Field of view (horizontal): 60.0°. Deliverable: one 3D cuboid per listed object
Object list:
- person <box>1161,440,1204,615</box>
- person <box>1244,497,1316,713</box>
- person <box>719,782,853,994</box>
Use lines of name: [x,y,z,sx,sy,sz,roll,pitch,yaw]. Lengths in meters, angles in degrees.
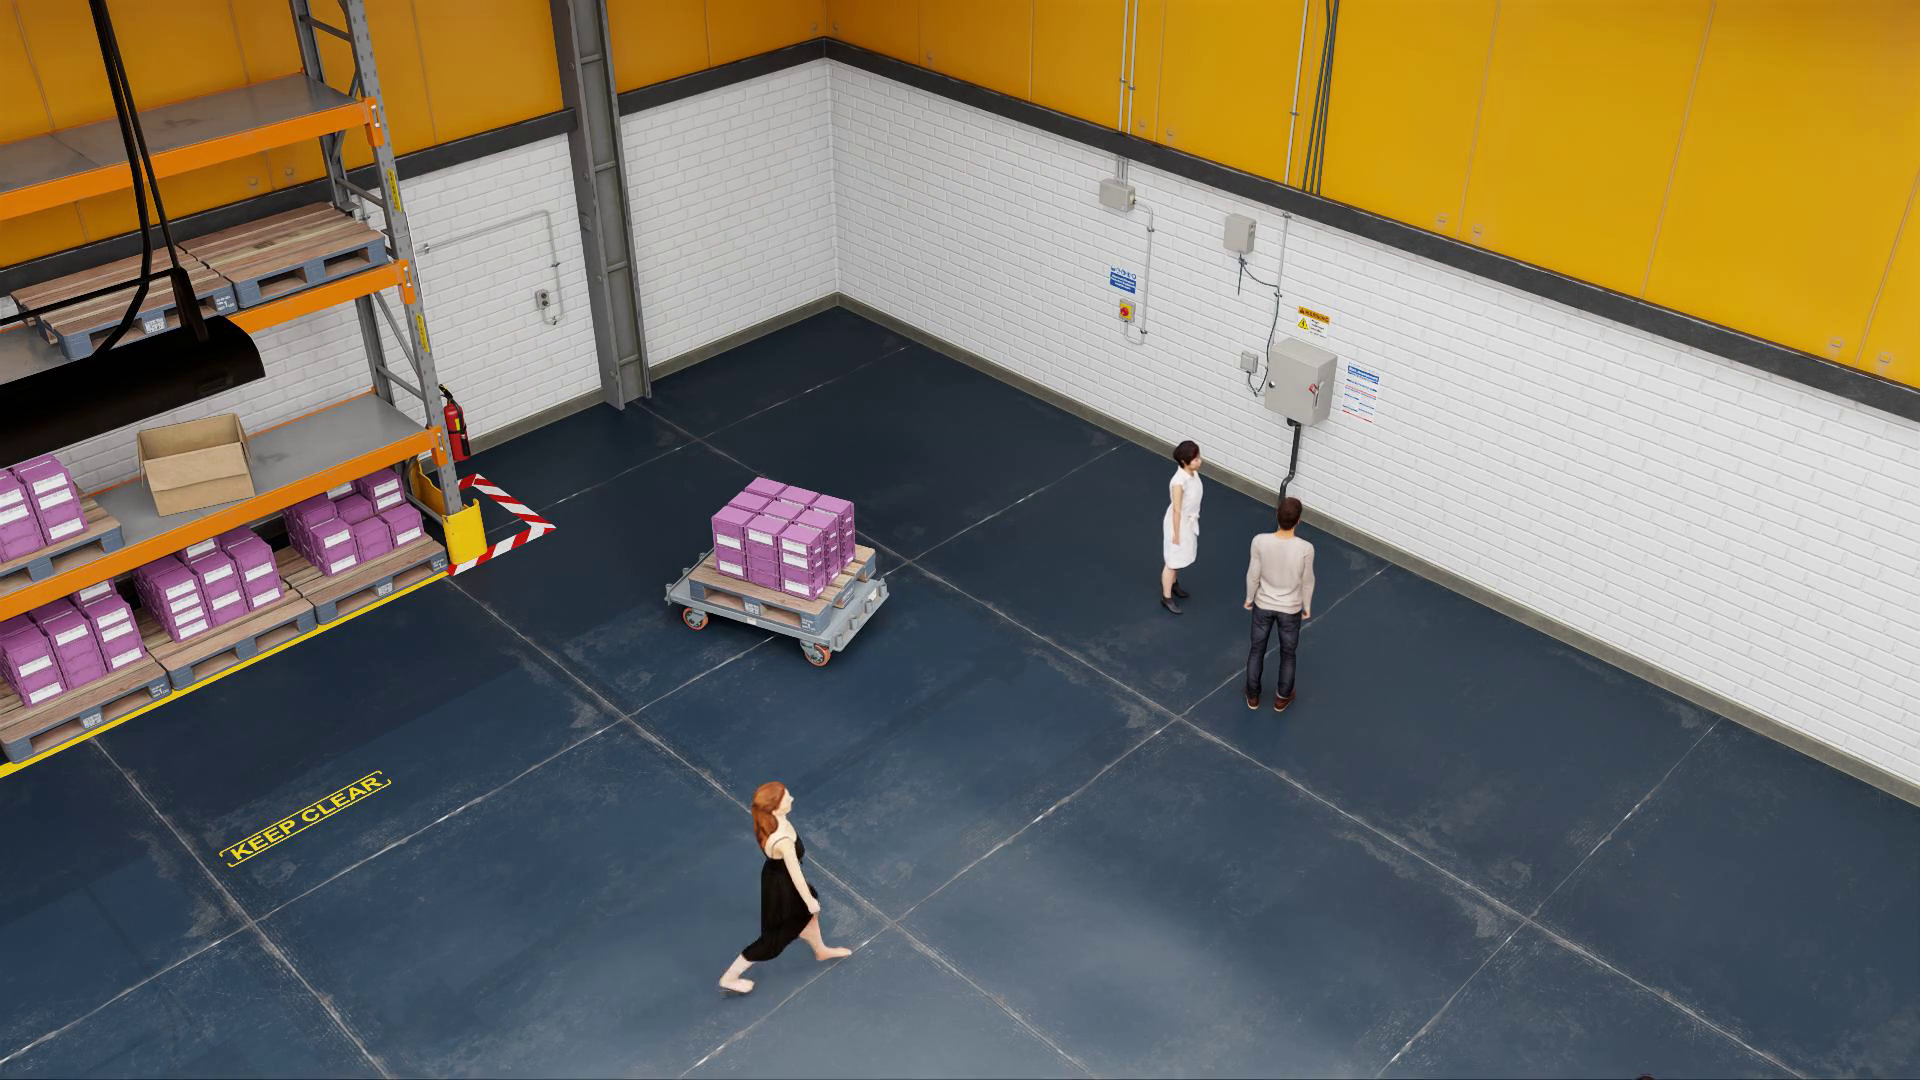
person: [1.803,-0.134,13.619,0.692,1.555,0.580,12,35,17]
person: [2.369,0.488,12.403,0.742,1.868,0.739,9,35,14]
person: [-1.170,2.157,10.144,1.158,1.588,0.928,-9,35,-13]
